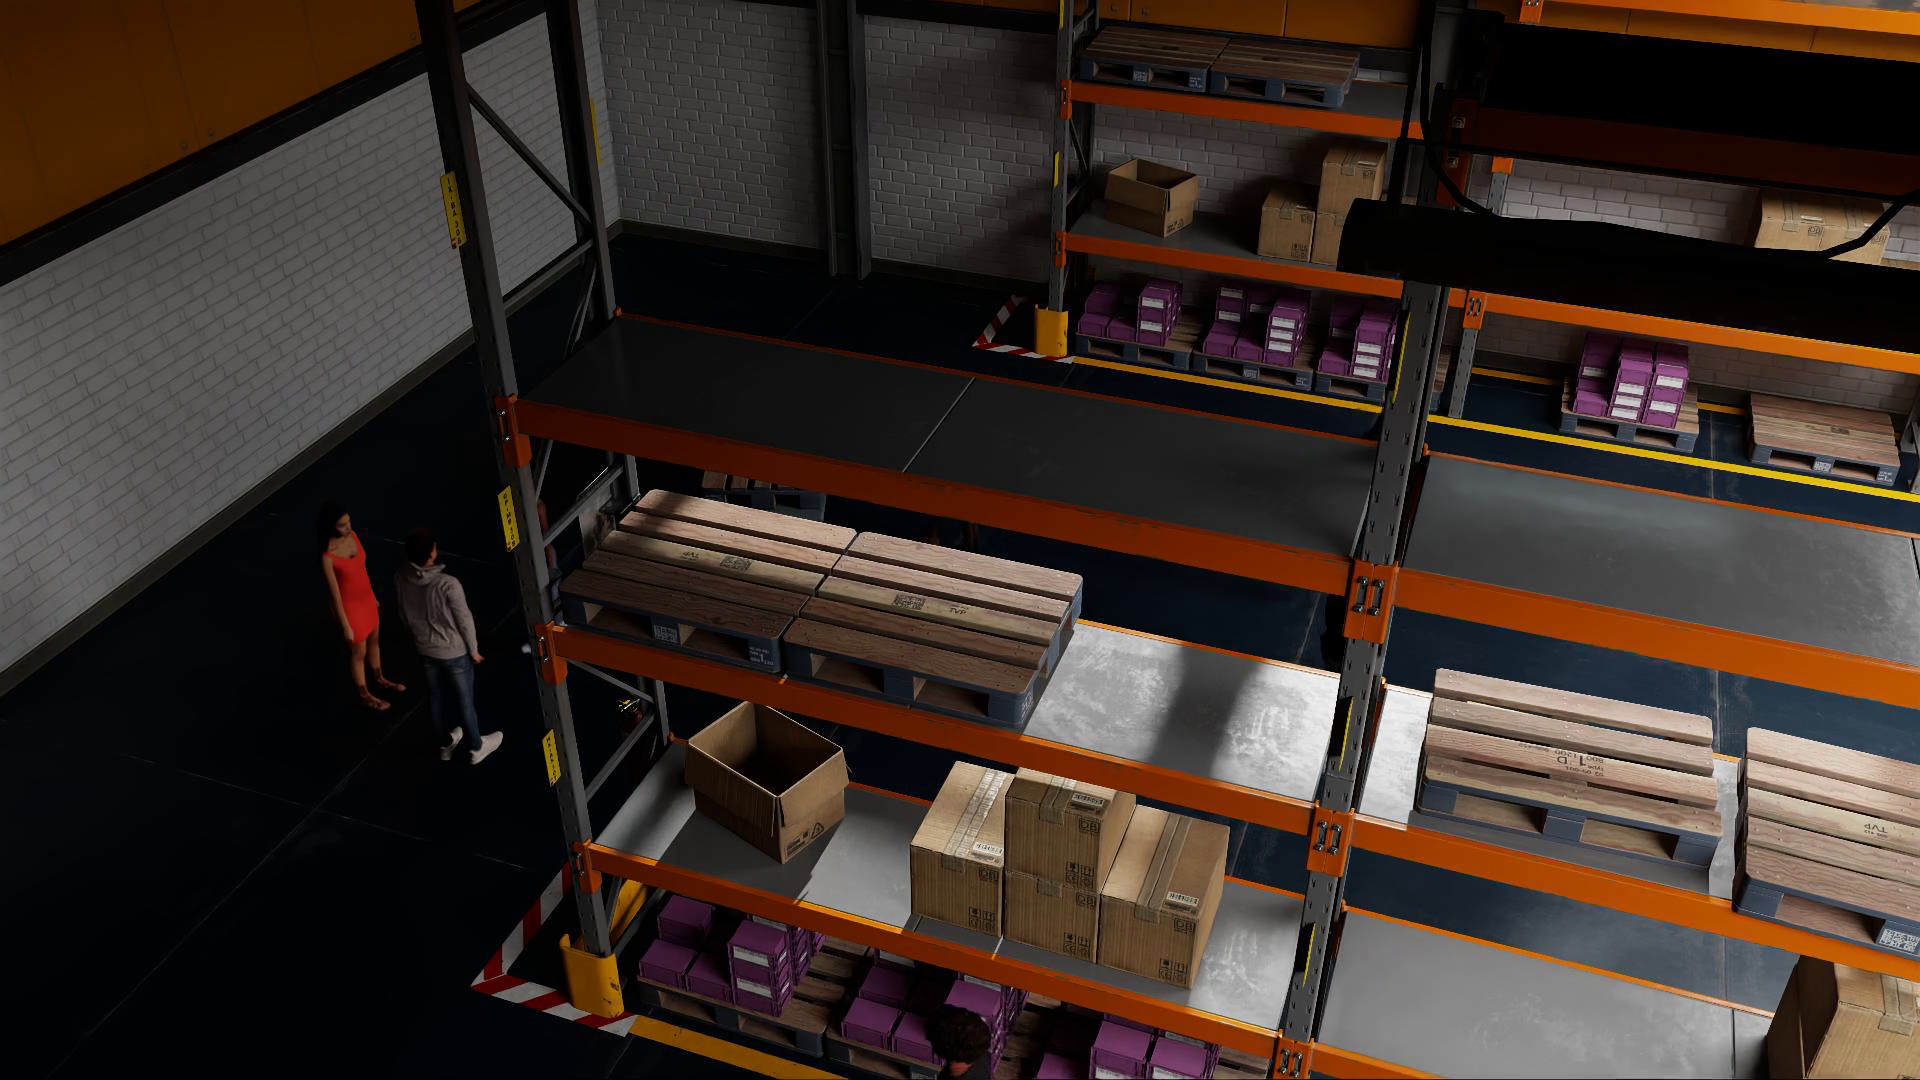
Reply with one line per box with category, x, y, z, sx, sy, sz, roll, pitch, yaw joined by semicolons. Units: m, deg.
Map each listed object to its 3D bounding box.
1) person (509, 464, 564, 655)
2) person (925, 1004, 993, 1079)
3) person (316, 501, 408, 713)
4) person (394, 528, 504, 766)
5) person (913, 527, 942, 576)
person;-3.155;0.146;12.326;0.518;1.695;0.689;18;38;25
person;0.061;2.935;8.065;0.853;1.769;0.607;12;36;18
person;-4.320;0.465;11.824;0.588;1.720;0.619;6;34;9
person;-3.539;0.727;11.310;0.532;1.852;0.738;8;35;12
person;-0.212;0.646;11.593;0.603;1.674;0.710;0;34;0
